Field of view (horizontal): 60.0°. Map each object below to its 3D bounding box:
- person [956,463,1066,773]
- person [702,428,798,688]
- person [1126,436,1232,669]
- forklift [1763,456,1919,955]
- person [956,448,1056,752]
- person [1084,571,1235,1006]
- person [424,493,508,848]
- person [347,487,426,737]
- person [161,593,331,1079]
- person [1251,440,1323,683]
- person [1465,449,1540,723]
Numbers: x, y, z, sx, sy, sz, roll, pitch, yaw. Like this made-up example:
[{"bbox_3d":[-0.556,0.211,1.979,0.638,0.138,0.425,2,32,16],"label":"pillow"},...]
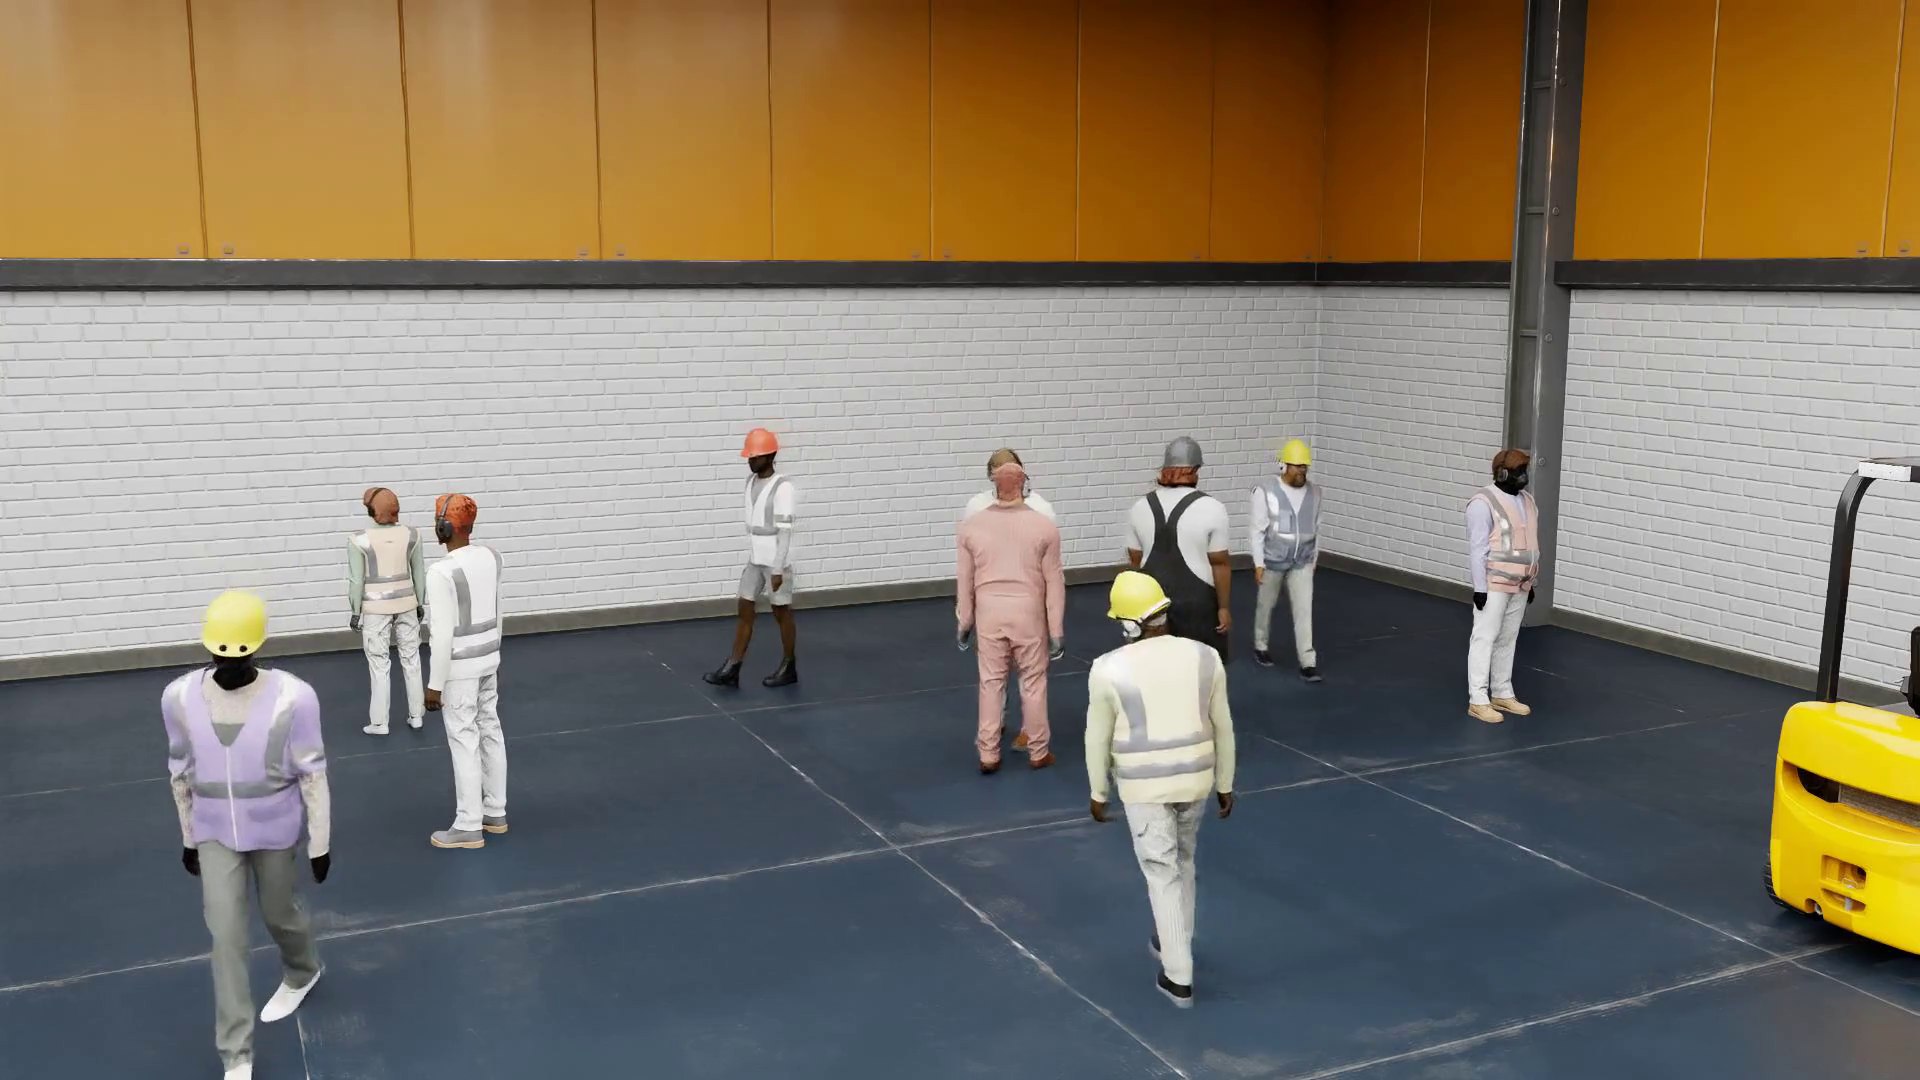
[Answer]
[{"bbox_3d":[0.307,0.496,10.076,0.701,1.906,0.663,2,9,15],"label":"person"},{"bbox_3d":[-1.469,0.153,11.998,0.708,1.916,0.570,-8,12,-42],"label":"person"},{"bbox_3d":[1.394,0.352,10.384,0.702,2.000,0.565,7,11,36],"label":"person"},{"bbox_3d":[4.857,0.731,7.561,2.313,2.155,1.214,-4,10,-25],"label":"forklift"},{"bbox_3d":[0.297,0.372,10.618,0.649,1.931,0.379,5,11,30],"label":"person"},{"bbox_3d":[0.825,1.018,7.024,0.621,1.790,0.659,-3,10,-18],"label":"person"},{"bbox_3d":[-2.621,0.688,8.794,0.356,1.883,0.572,3,10,18],"label":"person"},{"bbox_3d":[-3.745,0.466,10.903,0.518,1.645,0.307,-8,12,-41],"label":"person"},{"bbox_3d":[-2.705,1.085,6.393,0.592,1.871,0.945,-1,9,-7],"label":"person"},{"bbox_3d":[2.453,0.135,12.533,0.603,1.786,0.925,-2,9,-10],"label":"person"},{"bbox_3d":[3.702,0.302,11.310,0.622,1.846,0.429,-7,11,-37],"label":"person"}]
